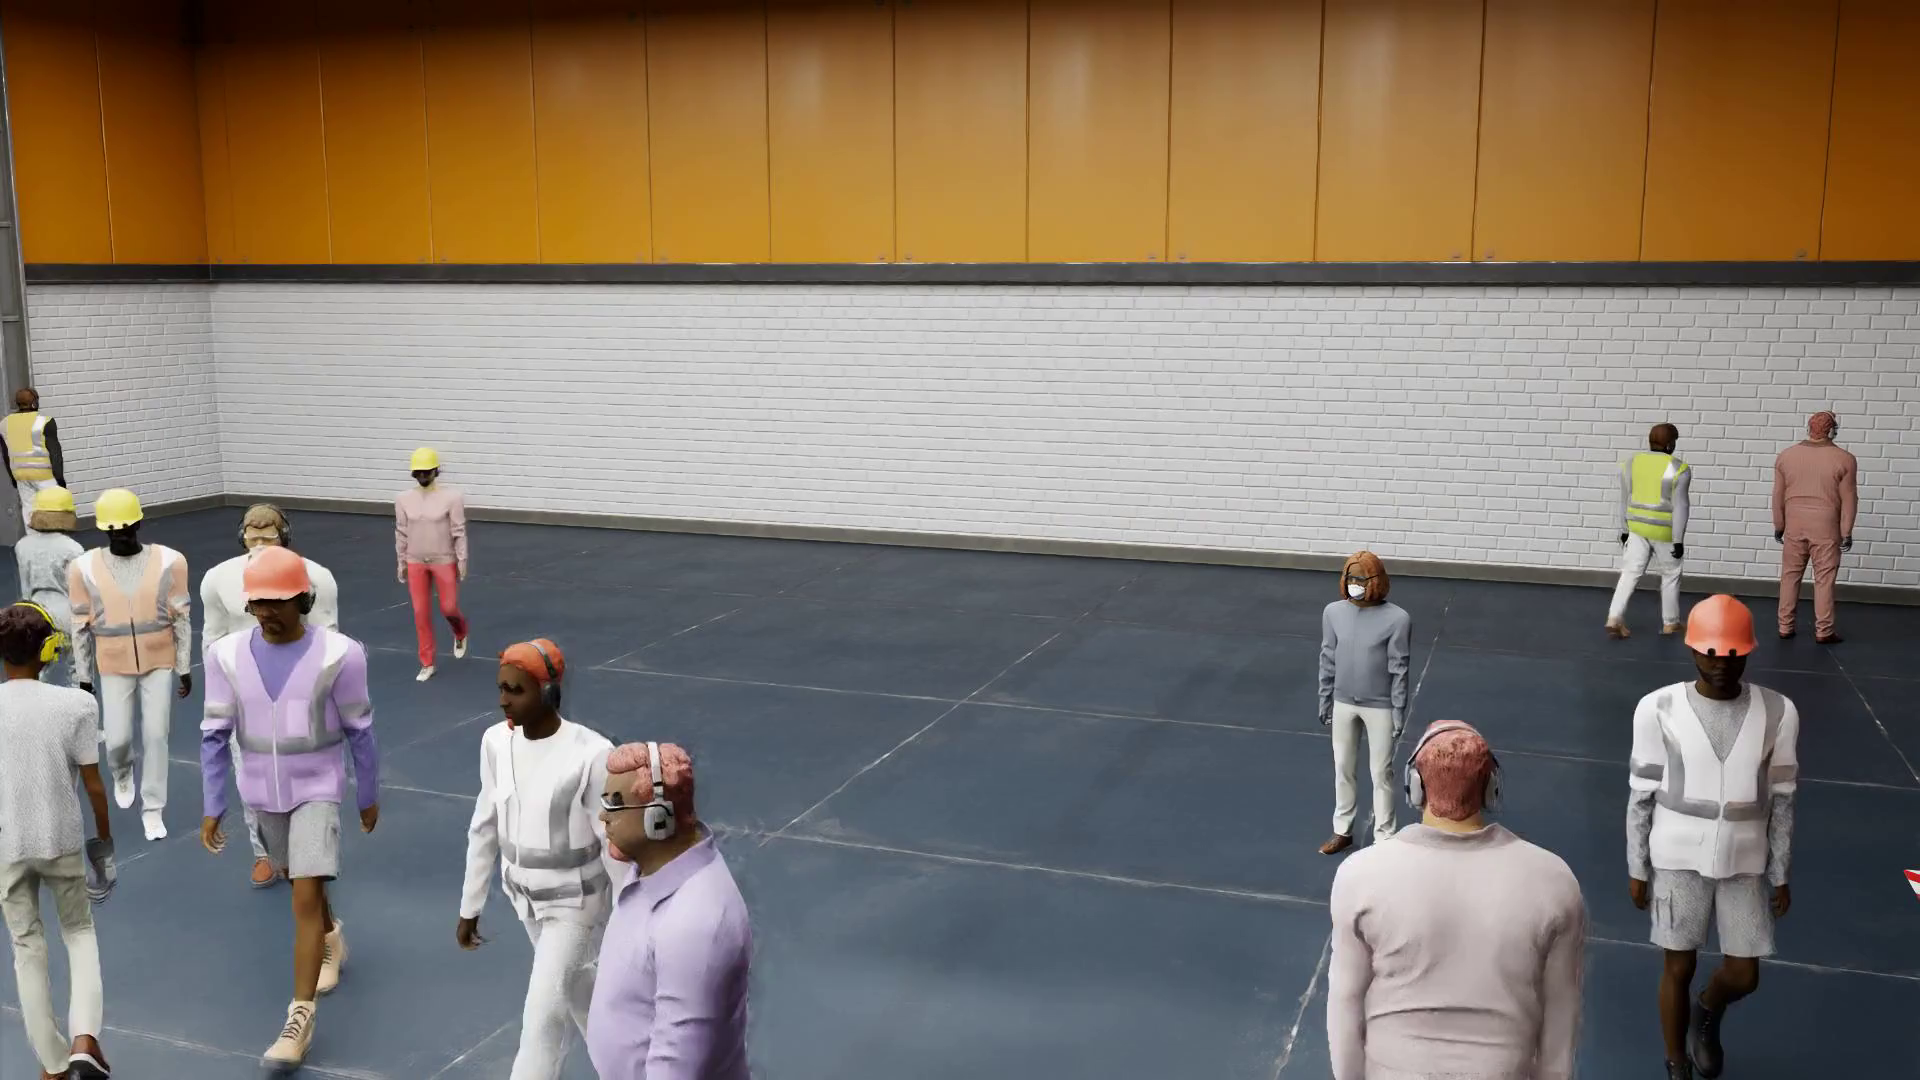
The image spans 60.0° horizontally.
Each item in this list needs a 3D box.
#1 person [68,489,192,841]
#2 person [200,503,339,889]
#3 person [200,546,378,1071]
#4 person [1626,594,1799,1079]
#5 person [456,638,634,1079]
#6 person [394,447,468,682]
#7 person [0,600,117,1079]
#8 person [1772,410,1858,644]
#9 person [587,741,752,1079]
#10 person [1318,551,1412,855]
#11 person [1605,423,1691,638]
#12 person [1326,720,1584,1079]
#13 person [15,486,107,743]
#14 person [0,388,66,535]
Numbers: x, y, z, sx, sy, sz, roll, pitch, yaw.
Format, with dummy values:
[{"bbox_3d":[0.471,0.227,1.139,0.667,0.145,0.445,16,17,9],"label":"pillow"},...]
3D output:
[{"bbox_3d":[-4.468,0.646,9.008,0.583,1.904,0.604,-5,10,-26],"label":"person"},{"bbox_3d":[-3.377,0.767,8.179,0.657,1.914,0.583,-3,9,-15],"label":"person"},{"bbox_3d":[-2.658,0.992,6.622,0.611,1.987,1.090,0,9,-1],"label":"person"},{"bbox_3d":[2.661,1.125,5.934,0.561,1.925,0.509,2,9,14],"label":"person"},{"bbox_3d":[-1.413,1.233,5.576,0.599,1.824,0.999,6,11,35],"label":"person"},{"bbox_3d":[-3.955,0.154,12.519,0.532,1.753,0.581,0,9,0],"label":"person"},{"bbox_3d":[-3.382,1.143,6.101,0.495,1.848,0.452,-4,10,-26],"label":"person"},{"bbox_3d":[7.015,-0.108,13.653,0.399,1.908,0.643,-8,12,-42],"label":"person"},{"bbox_3d":[-0.833,1.433,4.149,0.792,1.880,0.671,-3,10,-20],"label":"person"},{"bbox_3d":[2.068,0.856,8.548,0.493,1.624,0.280,7,12,38],"label":"person"},{"bbox_3d":[5.735,-0.078,13.789,0.923,1.804,0.635,-7,11,-36],"label":"person"},{"bbox_3d":[1.274,1.415,4.308,0.645,1.886,0.742,1,9,8],"label":"person"},{"bbox_3d":[-5.668,0.524,10.331,0.490,1.713,0.811,1,9,7],"label":"person"},{"bbox_3d":[-9.635,-0.665,17.336,0.670,1.833,0.459,1,9,7],"label":"person"}]
